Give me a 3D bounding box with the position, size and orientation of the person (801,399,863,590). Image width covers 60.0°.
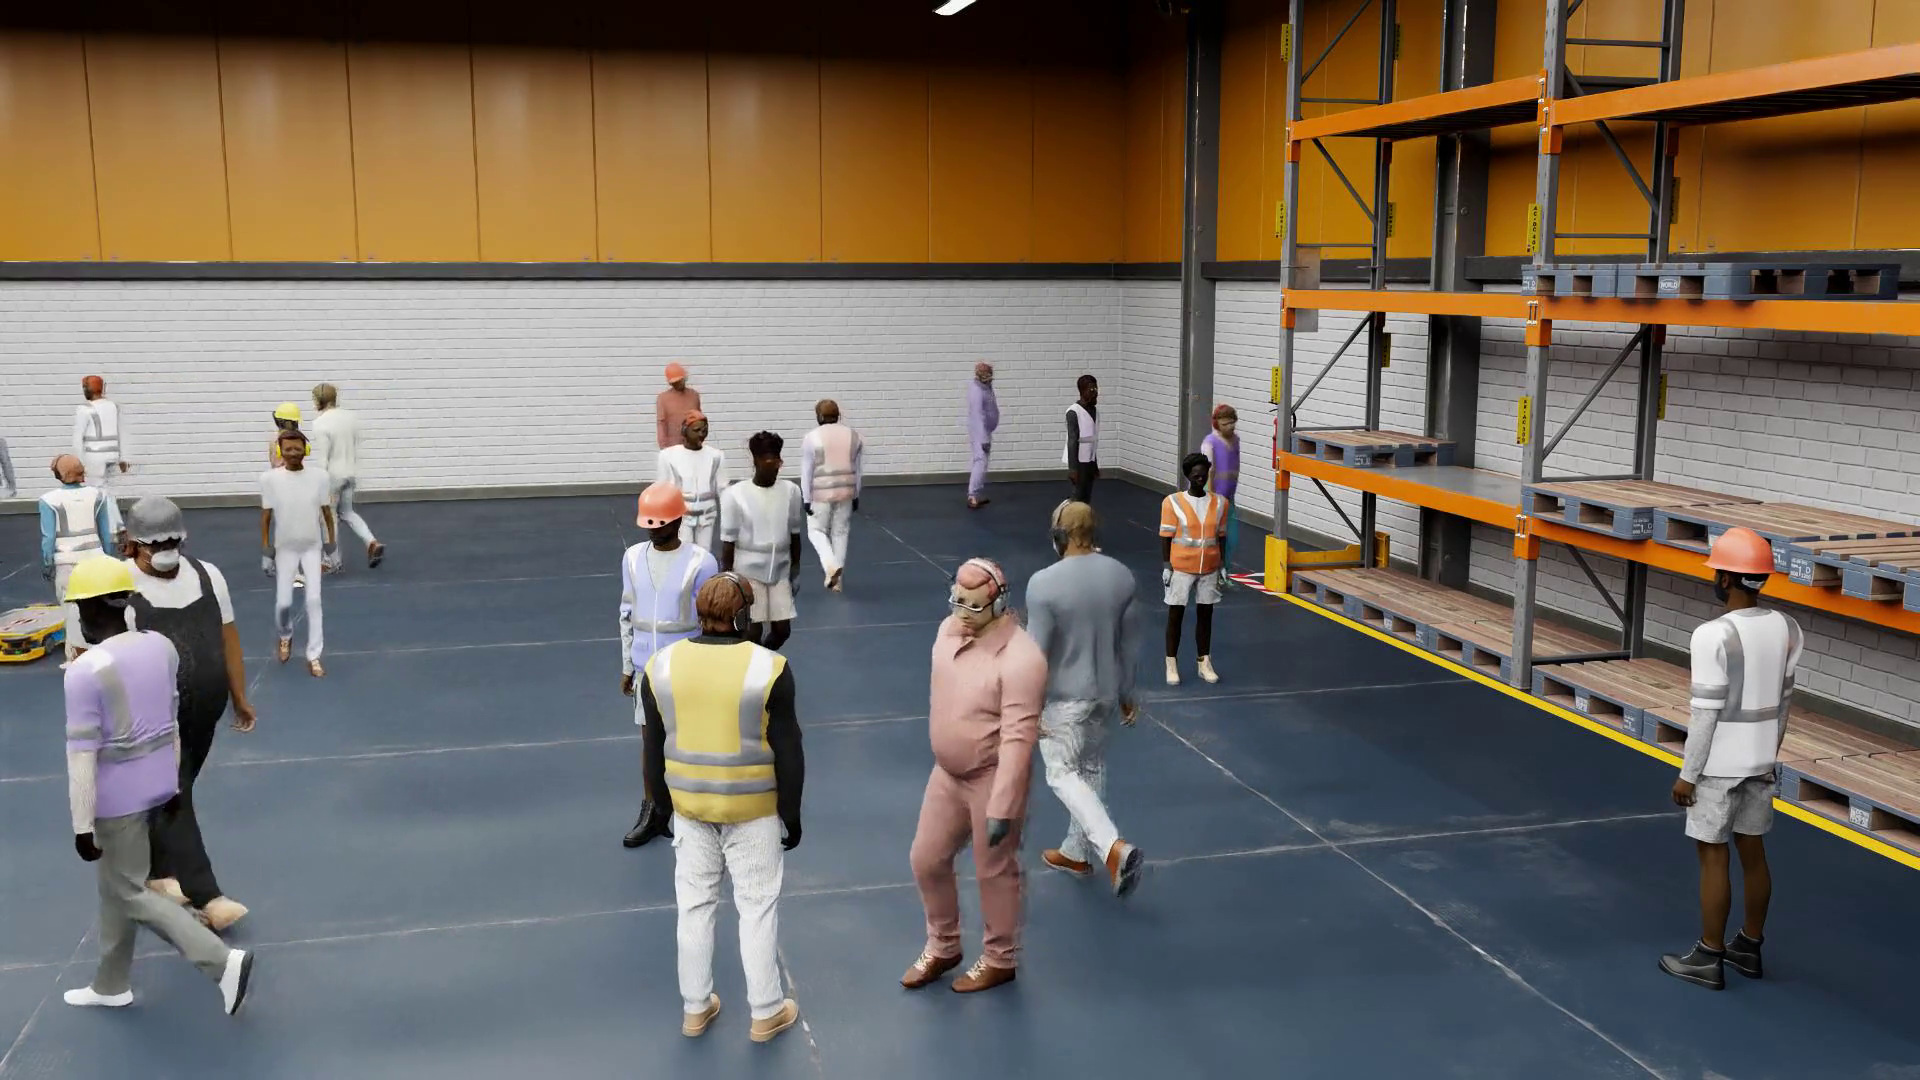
[{"bbox_3d":[-1.185,-0.407,15.545,0.623,1.822,0.546,-4,10,-26],"label":"person"}]

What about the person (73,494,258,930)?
[{"bbox_3d":[-3.561,0.751,7.633,0.965,2.000,0.679,5,10,28],"label":"person"}]

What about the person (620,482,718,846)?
[{"bbox_3d":[-1.516,0.651,8.609,0.543,1.928,0.371,2,9,14],"label":"person"}]

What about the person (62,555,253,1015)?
[{"bbox_3d":[-3.238,0.996,6.605,0.845,1.889,0.594,1,9,7],"label":"person"}]

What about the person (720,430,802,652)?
[{"bbox_3d":[-1.361,0.212,11.281,0.616,1.948,0.531,-6,11,-32],"label":"person"}]

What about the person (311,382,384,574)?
[{"bbox_3d":[-6.130,-0.600,16.431,0.680,1.924,0.651,2,9,14],"label":"person"}]

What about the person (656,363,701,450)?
[{"bbox_3d":[-3.302,-1.131,19.671,0.662,1.945,0.508,-8,12,-40],"label":"person"}]

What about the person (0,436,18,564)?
[{"bbox_3d":[-9.973,-0.554,17.120,0.520,1.608,0.681,0,9,-2],"label":"person"}]

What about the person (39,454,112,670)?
[{"bbox_3d":[-6.643,0.168,12.526,0.310,1.636,0.523,6,11,35],"label":"person"}]

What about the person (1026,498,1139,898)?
[{"bbox_3d":[0.631,0.763,7.964,0.635,1.919,0.776,-6,11,-34],"label":"person"}]

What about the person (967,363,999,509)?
[{"bbox_3d":[0.308,-1.341,21.276,0.396,1.864,0.724,1,9,6],"label":"person"}]

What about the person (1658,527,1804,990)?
[{"bbox_3d":[3.212,0.911,6.958,0.542,1.938,0.357,-4,10,-24],"label":"person"}]

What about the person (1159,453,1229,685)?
[{"bbox_3d":[1.703,0.207,12.101,0.533,1.697,0.318,-2,9,-14],"label":"person"}]

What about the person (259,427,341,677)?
[{"bbox_3d":[-4.935,0.074,12.441,0.551,1.860,0.621,-5,10,-27],"label":"person"}]

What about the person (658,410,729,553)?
[{"bbox_3d":[-2.109,-0.111,13.527,0.612,1.869,0.696,-5,10,-29],"label":"person"}]

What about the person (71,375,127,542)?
[{"bbox_3d":[-9.561,-0.897,18.457,0.432,1.864,0.580,2,9,14],"label":"person"}]

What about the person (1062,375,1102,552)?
[{"bbox_3d":[1.301,-0.802,17.705,0.397,1.919,0.590,5,10,29],"label":"person"}]

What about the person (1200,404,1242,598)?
[{"bbox_3d":[2.378,-0.352,15.245,0.451,1.802,0.620,7,12,39],"label":"person"}]

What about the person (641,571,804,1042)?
[{"bbox_3d":[-0.904,1.034,6.491,0.634,1.841,0.429,2,9,12],"label":"person"}]

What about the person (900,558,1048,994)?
[{"bbox_3d":[0.053,0.982,6.726,0.617,1.869,0.706,-7,11,-36],"label":"person"}]

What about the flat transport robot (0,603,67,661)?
[{"bbox_3d":[-7.443,0.728,13.287,0.652,0.197,1.431,0,9,-2],"label":"flat transport robot"}]

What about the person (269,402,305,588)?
[{"bbox_3d":[-6.395,-0.431,15.877,0.320,1.766,0.523,0,9,-3],"label":"person"}]
